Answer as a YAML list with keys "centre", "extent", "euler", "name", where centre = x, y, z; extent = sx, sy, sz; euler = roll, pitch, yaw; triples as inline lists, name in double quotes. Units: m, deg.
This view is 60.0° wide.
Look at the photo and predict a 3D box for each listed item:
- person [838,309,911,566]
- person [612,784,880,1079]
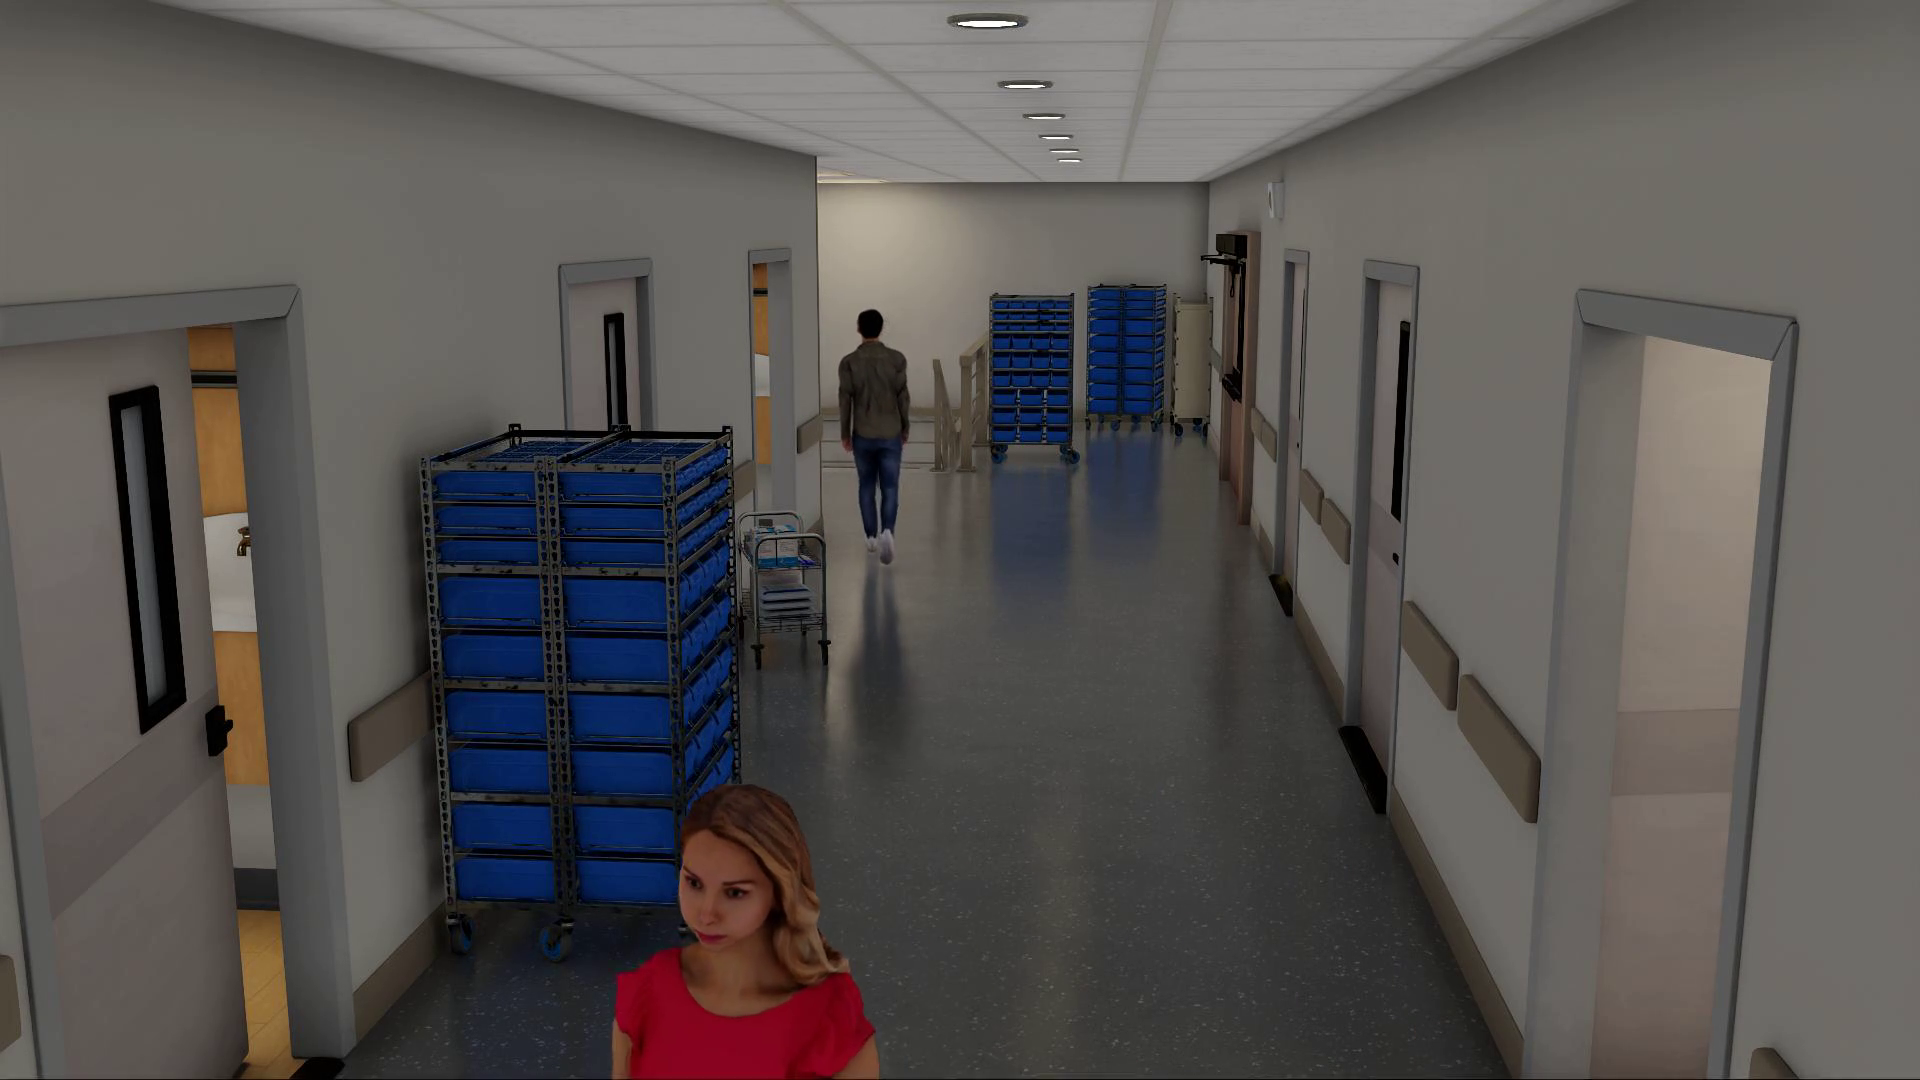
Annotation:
- centre: [-0.603, -0.754, 12.258]
  extent: [0.775, 1.847, 1.179]
  euler: [0, 11, -2]
  name: "person"
- centre: [-0.269, 1.158, 2.595]
  extent: [0.787, 1.695, 1.018]
  euler: [5, 12, 23]
  name: "person"
